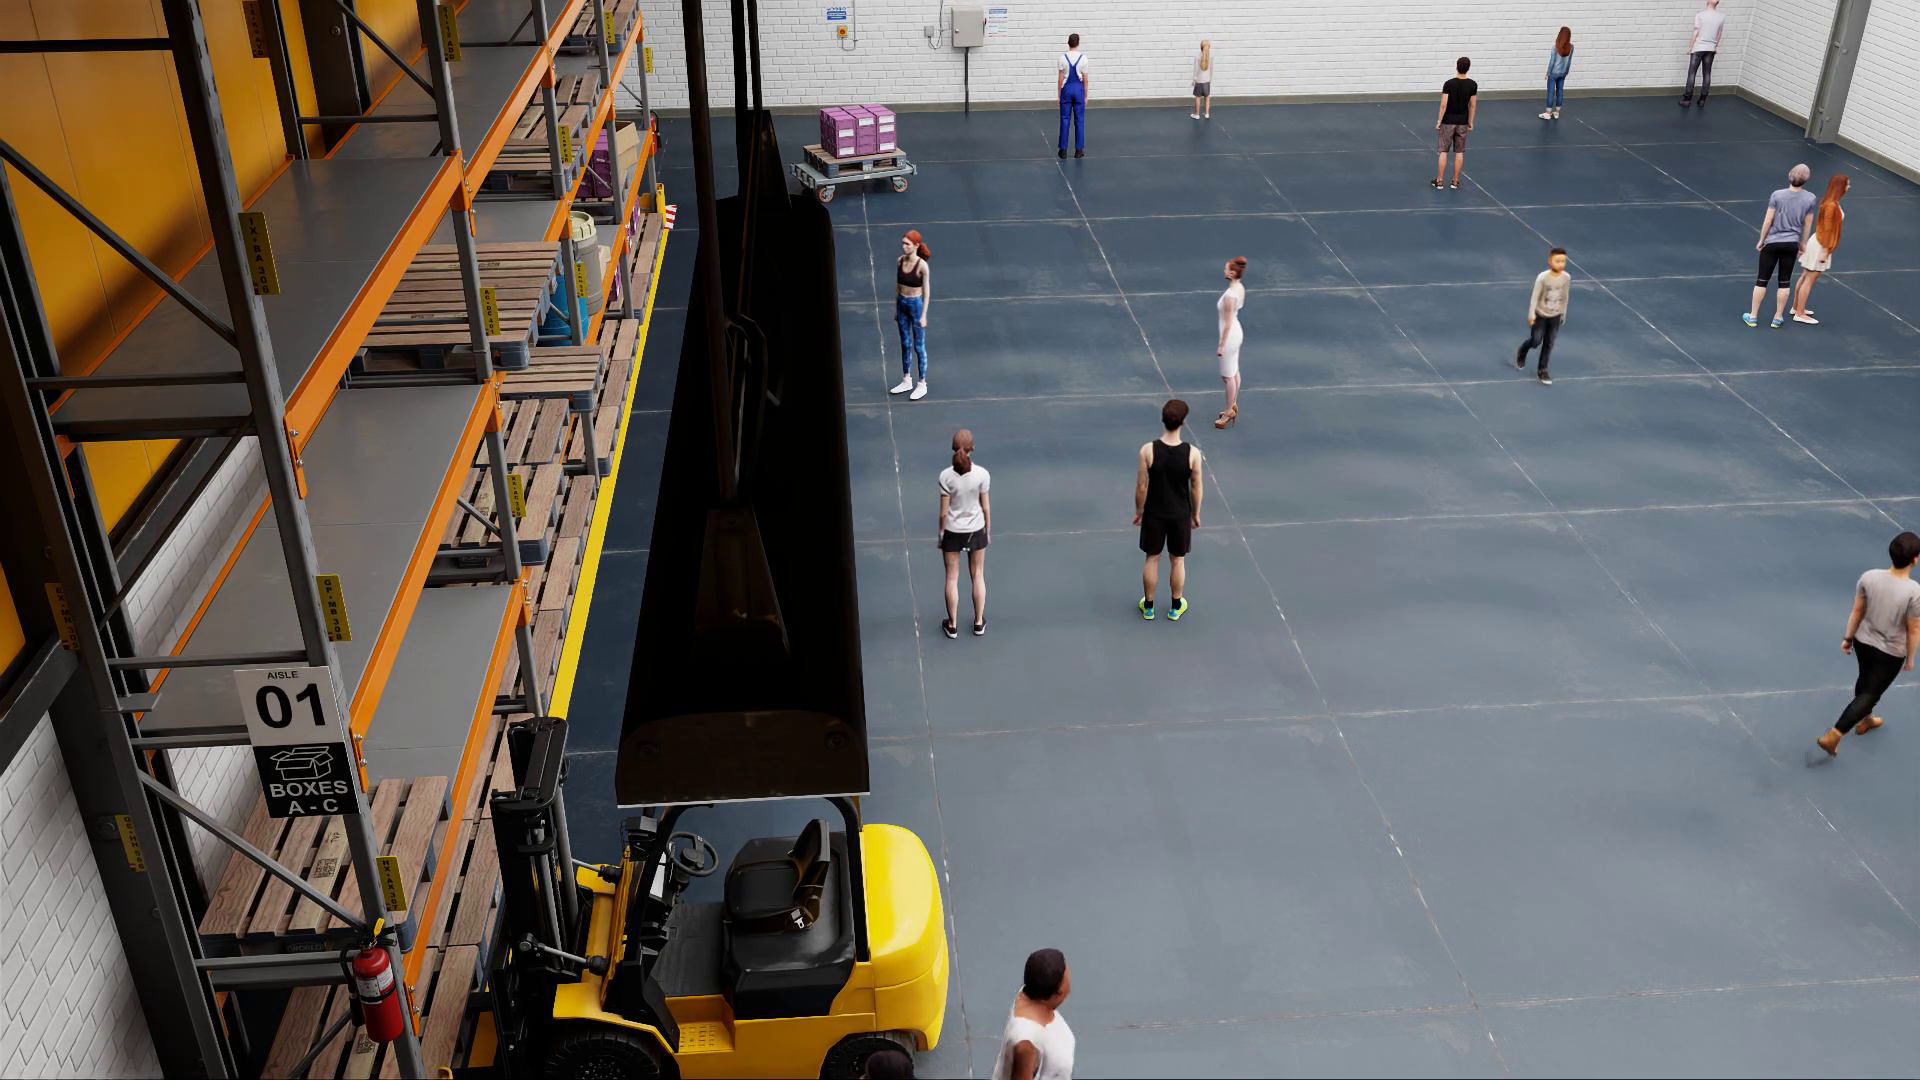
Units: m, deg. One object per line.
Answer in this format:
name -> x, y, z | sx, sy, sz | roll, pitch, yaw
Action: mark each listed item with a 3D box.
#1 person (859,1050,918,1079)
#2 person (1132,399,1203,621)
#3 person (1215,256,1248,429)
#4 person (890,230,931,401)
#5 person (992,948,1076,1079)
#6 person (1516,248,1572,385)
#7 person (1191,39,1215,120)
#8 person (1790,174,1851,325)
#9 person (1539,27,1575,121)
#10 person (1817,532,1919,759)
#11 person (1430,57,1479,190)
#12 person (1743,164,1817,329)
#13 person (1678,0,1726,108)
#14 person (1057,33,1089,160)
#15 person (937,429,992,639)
person -> -0.278, 2.958, 7.511 | 0.723, 1.759, 0.563 | -4, 29, -8
person -> 1.645, -0.225, 13.210 | 0.737, 1.891, 0.648 | 3, 29, 6
person -> 2.686, -1.964, 16.503 | 0.695, 1.791, 0.577 | 12, 31, 20
person -> -0.498, -2.334, 17.187 | 0.689, 1.784, 0.747 | 22, 35, 34
person -> 0.325, 2.742, 8.010 | 0.908, 1.661, 0.705 | 13, 31, 23
person -> 6.212, -2.409, 17.672 | 0.589, 1.452, 0.769 | -5, 29, -10
person -> 3.995, -7.585, 27.345 | 0.553, 1.276, 0.577 | -9, 30, -17
person -> 9.896, -3.377, 19.163 | 0.760, 1.723, 0.632 | 8, 30, 14
person -> 9.807, -7.661, 27.274 | 0.611, 1.477, 0.564 | -8, 30, -15
person -> 6.374, 0.763, 11.607 | 0.981, 1.691, 1.127 | -15, 32, -26
person -> 7.067, -5.965, 23.762 | 0.703, 1.862, 0.599 | 1, 29, 1
person -> 9.356, -3.351, 18.943 | 0.746, 1.888, 0.703 | 8, 30, 14
person -> 12.494, -8.231, 27.948 | 0.654, 1.832, 0.585 | -1, 29, -2
person -> 1.695, -6.729, 25.176 | 0.657, 1.850, 0.603 | 2, 29, 3
person -> 0.025, -0.047, 13.030 | 0.578, 1.751, 0.539 | -4, 29, -7
